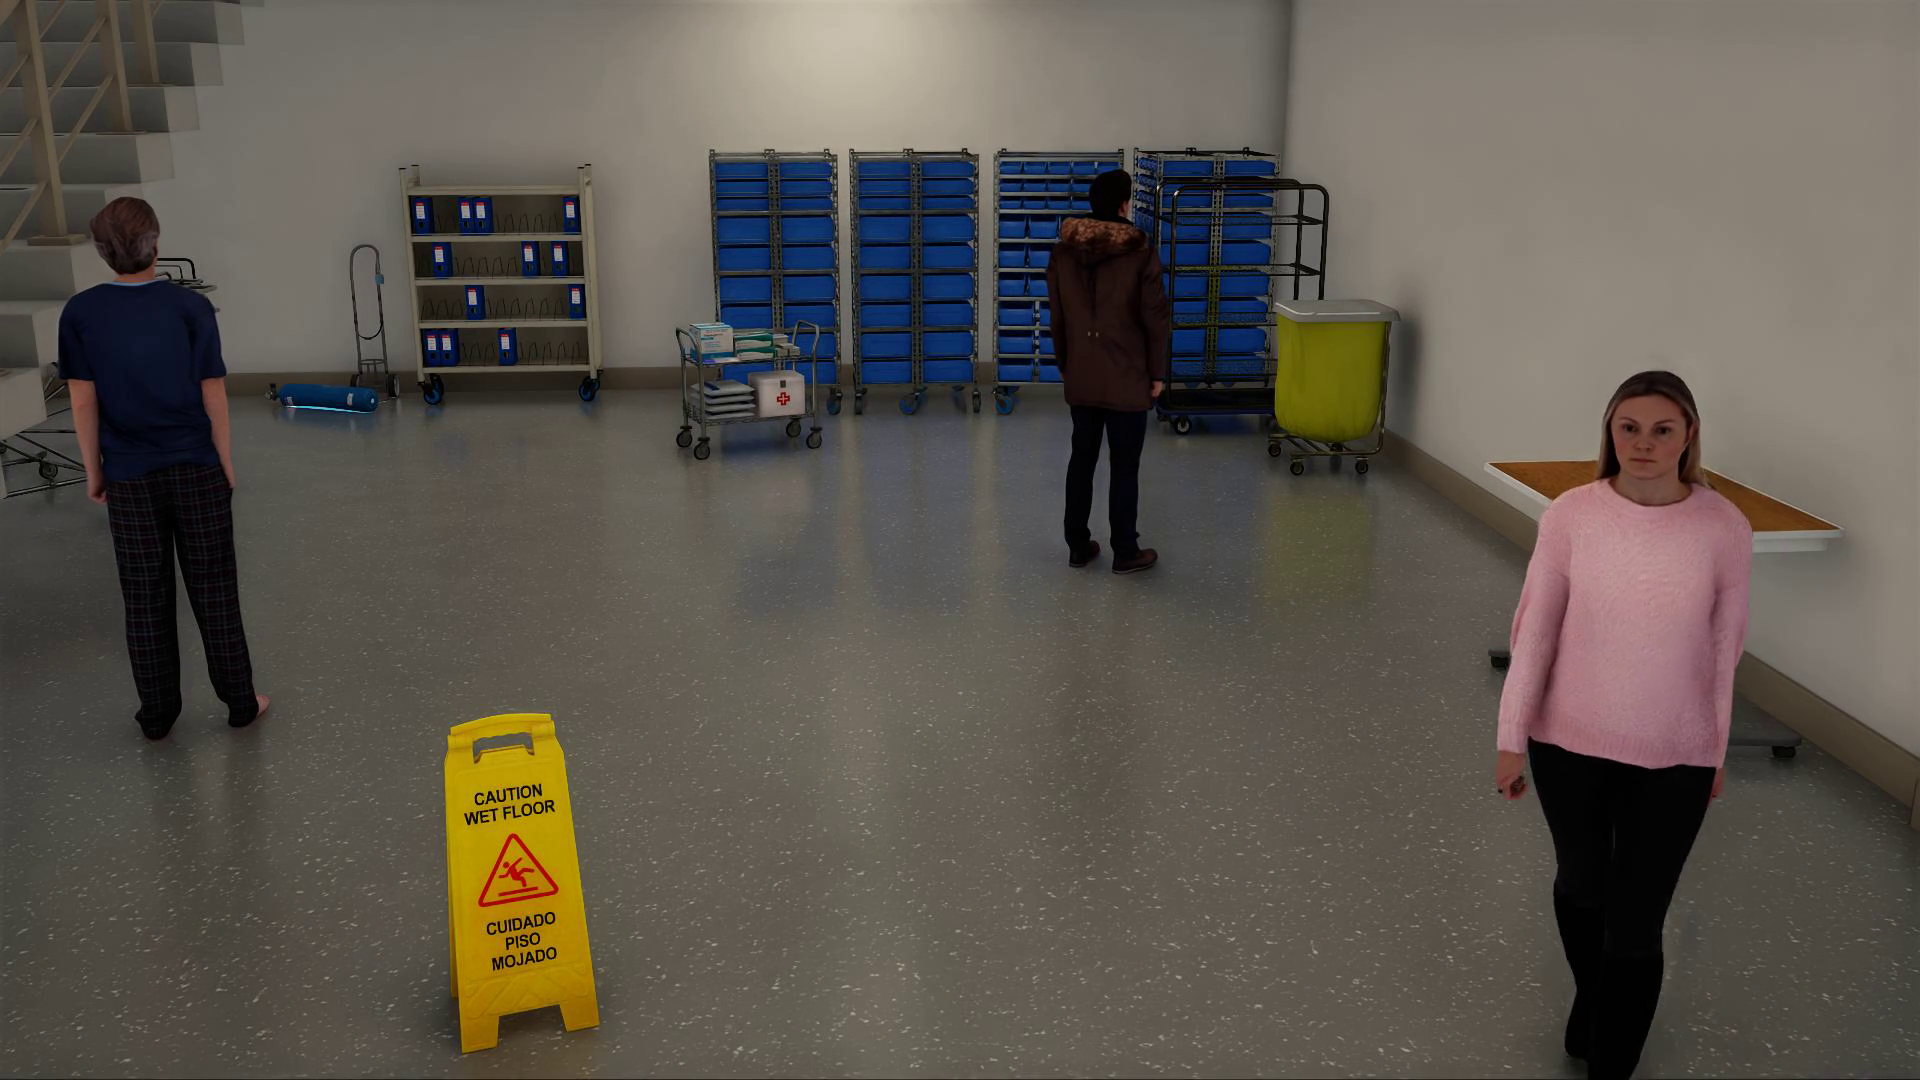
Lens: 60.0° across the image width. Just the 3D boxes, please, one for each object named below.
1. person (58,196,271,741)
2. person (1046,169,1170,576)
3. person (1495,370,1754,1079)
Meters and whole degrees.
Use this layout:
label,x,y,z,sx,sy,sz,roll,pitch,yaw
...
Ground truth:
label,x,y,z,sx,sy,sz,roll,pitch,yaw
person,-2.744,-0.234,5.733,0.709,1.871,0.634,-5,17,-18
person,0.681,-0.771,7.682,0.875,1.848,0.910,10,19,32
person,1.485,0.446,3.727,0.960,1.652,1.121,8,17,25
